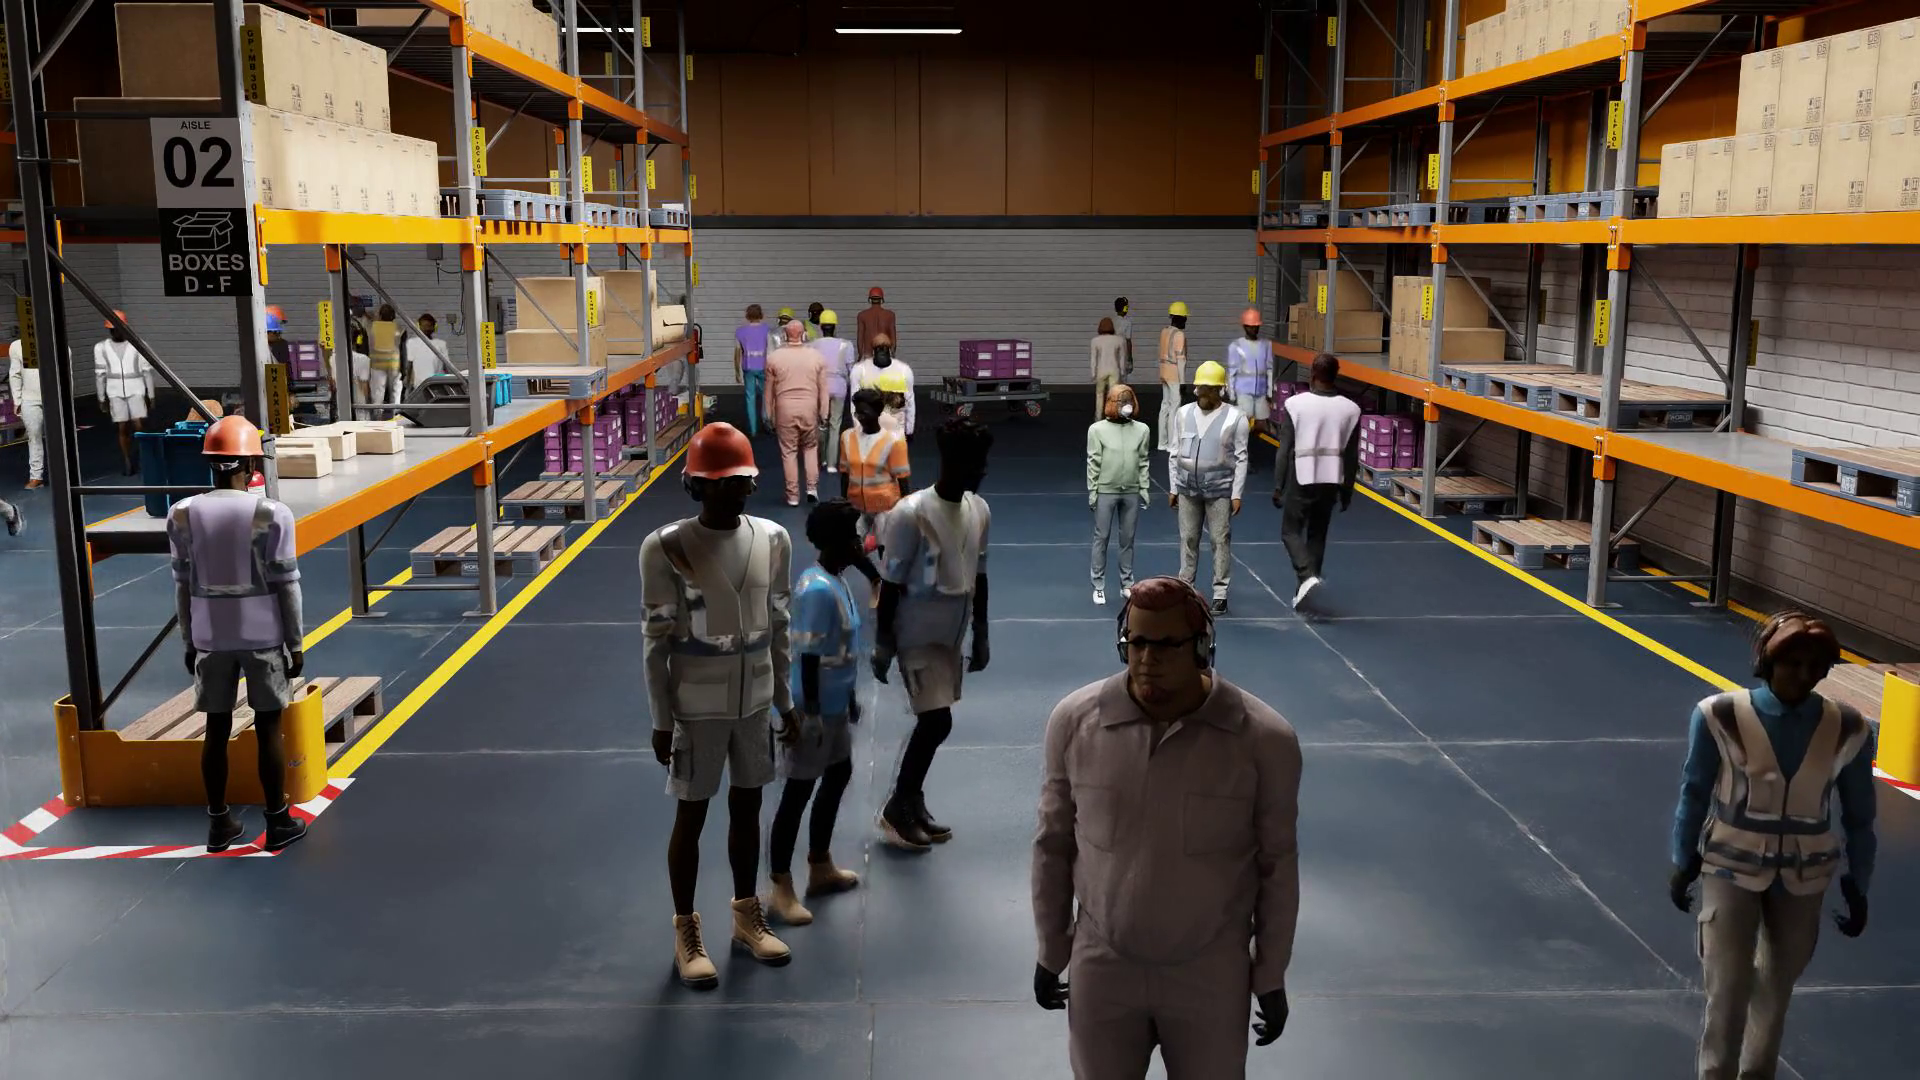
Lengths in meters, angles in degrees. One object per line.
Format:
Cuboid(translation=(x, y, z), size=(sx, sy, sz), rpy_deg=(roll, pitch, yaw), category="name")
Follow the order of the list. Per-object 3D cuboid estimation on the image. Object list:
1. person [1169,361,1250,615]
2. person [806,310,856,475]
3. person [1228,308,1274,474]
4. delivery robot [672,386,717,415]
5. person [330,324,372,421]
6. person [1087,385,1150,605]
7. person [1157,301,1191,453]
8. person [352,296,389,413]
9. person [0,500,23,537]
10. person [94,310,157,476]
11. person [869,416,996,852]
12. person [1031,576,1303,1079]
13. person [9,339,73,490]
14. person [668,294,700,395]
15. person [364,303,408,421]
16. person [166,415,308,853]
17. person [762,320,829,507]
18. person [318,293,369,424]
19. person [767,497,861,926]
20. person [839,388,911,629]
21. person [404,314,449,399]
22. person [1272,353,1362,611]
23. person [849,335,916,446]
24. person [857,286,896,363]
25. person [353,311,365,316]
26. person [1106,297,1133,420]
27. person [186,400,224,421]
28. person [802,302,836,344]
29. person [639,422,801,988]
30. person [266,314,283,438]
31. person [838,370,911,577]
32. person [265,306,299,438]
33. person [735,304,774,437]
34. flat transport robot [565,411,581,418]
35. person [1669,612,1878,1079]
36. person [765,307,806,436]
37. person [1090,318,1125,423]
Cuboid(translation=(1.772, -0.375, 12.006), size=(0.587, 1.836, 0.404), rpy_deg=(5, 12, 28), category="person")
Cuboid(translation=(-1.508, -1.738, 19.482), size=(0.597, 1.878, 0.980), rpy_deg=(1, 10, 5), category="person")
Cuboid(translation=(3.368, -1.737, 19.368), size=(0.556, 1.919, 0.557), rpy_deg=(-3, 11, -14), category="person")
Cuboid(translation=(-3.955, -2.024, 24.502), size=(0.707, 0.478, 0.477), rpy_deg=(1, 10, 5), category="delivery robot")
Cuboid(translation=(-6.394, -1.380, 17.660), size=(0.513, 1.814, 0.980), rpy_deg=(2, 10, 11), category="person")
Cuboid(translation=(1.178, -0.338, 12.357), size=(0.497, 1.636, 0.281), rpy_deg=(-3, 11, -17), category="person")
Cuboid(translation=(2.739, -2.069, 21.191), size=(0.382, 1.924, 0.594), rpy_deg=(-3, 11, -18), category="person")
Cuboid(translation=(-9.435, -2.895, 26.062), size=(1.017, 1.836, 0.571), rpy_deg=(7, 12, 34), category="person")
Cuboid(translation=(-8.560, -0.760, 14.274), size=(0.604, 1.802, 0.740), rpy_deg=(3, 11, 17), category="person")
Cuboid(translation=(-9.532, -1.671, 18.995), size=(0.591, 1.912, 0.478), rpy_deg=(-4, 11, -21), category="person")
Cuboid(translation=(-0.095, 0.412, 7.360), size=(0.505, 1.930, 0.625), rpy_deg=(8, 13, 36), category="person")
Cuboid(translation=(0.480, 1.021, 4.034), size=(0.651, 1.906, 0.403), rpy_deg=(3, 11, 16), category="person")
Cuboid(translation=(-9.938, -1.506, 18.021), size=(0.632, 1.940, 0.372), rpy_deg=(-2, 10, -12), category="person")
Cuboid(translation=(-4.154, -2.820, 25.486), size=(0.623, 1.884, 0.858), rpy_deg=(7, 12, 34), category="person")
Cuboid(translation=(-8.168, -2.457, 23.678), size=(0.632, 1.815, 0.743), rpy_deg=(-2, 10, -14), category="person")
Cuboid(translation=(-3.159, 0.418, 7.335), size=(0.541, 1.932, 0.382), rpy_deg=(-1, 10, -4), category="person")
Cuboid(translation=(-1.675, -1.283, 16.912), size=(0.659, 1.888, 0.525), rpy_deg=(-2, 10, -13), category="person")
Cuboid(translation=(-8.045, -2.257, 21.919), size=(0.535, 2.000, 0.686), rpy_deg=(5, 11, 26), category="person")
Cuboid(translation=(-0.593, 0.667, 6.686), size=(0.381, 1.669, 0.596), rpy_deg=(1, 10, 5), category="person")
Cuboid(translation=(-0.581, -0.228, 11.592), size=(0.592, 1.679, 0.416), rpy_deg=(5, 11, 25), category="person")
Cuboid(translation=(-6.525, -1.871, 20.451), size=(0.507, 1.824, 0.956), rpy_deg=(0, 10, -1), category="person")
Cuboid(translation=(2.584, -0.384, 11.939), size=(0.649, 1.877, 0.635), rpy_deg=(-2, 10, -9), category="person")
Cuboid(translation=(-0.742, -1.039, 15.809), size=(0.623, 1.800, 0.918), rpy_deg=(0, 10, 1), category="person")
Cuboid(translation=(-1.285, -2.902, 25.640), size=(0.613, 1.995, 0.391), rpy_deg=(-1, 10, -7), category="person")
Cuboid(translation=(-9.951, -3.117, 27.006), size=(0.630, 1.936, 0.369), rpy_deg=(-8, 13, -39), category="person")
Cuboid(translation=(2.376, -2.678, 24.762), size=(0.333, 1.864, 0.514), rpy_deg=(-10, 14, -44), category="person")
Cuboid(translation=(-5.022, -0.130, 11.207), size=(0.502, 1.633, 0.280), rpy_deg=(9, 14, 42), category="person")
Cuboid(translation=(-2.007, -2.403, 23.289), size=(0.624, 1.845, 0.430), rpy_deg=(-5, 11, -24), category="person")
Cuboid(translation=(-0.852, 0.588, 6.062), size=(0.604, 2.044, 0.375), rpy_deg=(-8, 13, -36), category="person")
Cuboid(translation=(-7.119, -1.349, 17.120), size=(0.386, 1.948, 0.601), rpy_deg=(-7, 12, -33), category="person")
Cuboid(translation=(-0.633, -0.402, 12.436), size=(0.774, 1.735, 0.508), rpy_deg=(-2, 10, -10), category="person")
Cuboid(translation=(-7.786, -1.642, 18.735), size=(0.663, 1.956, 0.838), rpy_deg=(10, 14, 44), category="person")
Cuboid(translation=(-2.815, -2.336, 22.950), size=(0.581, 1.825, 0.519), rpy_deg=(-1, 10, -7), category="person")
Cuboid(translation=(-5.243, -1.808, 24.347), size=(0.652, 0.197, 1.431), rpy_deg=(5, 12, 28), category="flat transport robot")
Cuboid(translation=(2.378, 1.010, 4.865), size=(0.537, 1.618, 0.507), rpy_deg=(2, 10, 11), category="person")
Cuboid(translation=(-2.414, -2.306, 22.920), size=(0.615, 1.787, 0.721), rpy_deg=(-4, 11, -21), category="person")
Cuboid(translation=(2.127, -2.395, 23.962), size=(0.510, 1.593, 0.842), rpy_deg=(0, 10, 2), category="person")
